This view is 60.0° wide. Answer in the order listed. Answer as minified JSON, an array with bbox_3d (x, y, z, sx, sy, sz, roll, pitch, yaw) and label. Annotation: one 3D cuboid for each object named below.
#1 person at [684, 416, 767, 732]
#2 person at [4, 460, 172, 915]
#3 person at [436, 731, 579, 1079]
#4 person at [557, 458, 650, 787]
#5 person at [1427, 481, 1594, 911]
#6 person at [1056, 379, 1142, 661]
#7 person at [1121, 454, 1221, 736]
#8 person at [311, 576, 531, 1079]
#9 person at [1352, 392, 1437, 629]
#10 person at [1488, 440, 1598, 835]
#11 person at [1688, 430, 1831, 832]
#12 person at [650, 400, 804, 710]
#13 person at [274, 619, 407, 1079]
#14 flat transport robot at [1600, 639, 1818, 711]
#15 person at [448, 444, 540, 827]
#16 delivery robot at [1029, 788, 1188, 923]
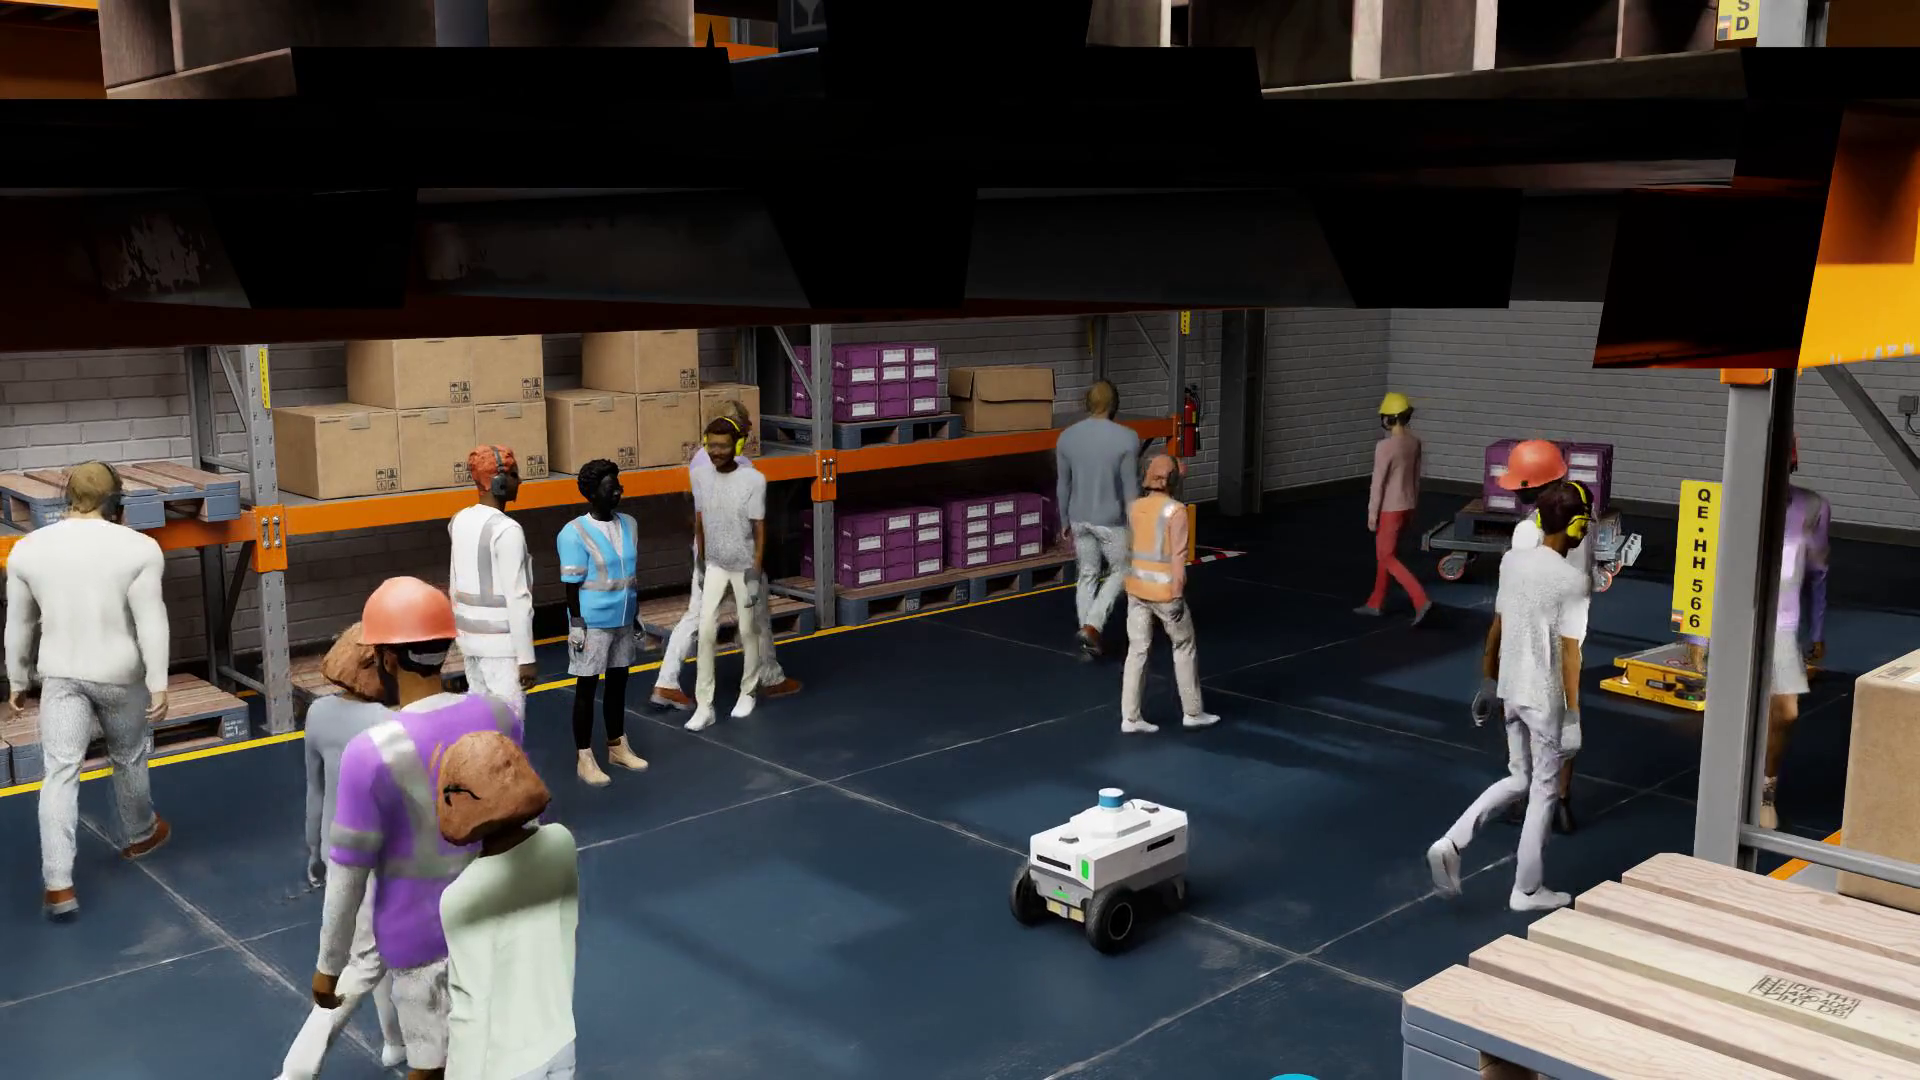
[{"bbox_3d":[-1.359,0.191,9.653,0.512,1.821,0.806,2,10,14],"label":"person"},{"bbox_3d":[-3.760,0.598,7.177,0.691,1.875,1.065,-2,10,-12],"label":"person"},{"bbox_3d":[-1.081,1.250,4.008,0.278,1.633,0.498,3,10,17],"label":"person"},{"bbox_3d":[-1.854,0.419,8.683,0.318,1.700,0.536,6,11,30],"label":"person"},{"bbox_3d":[2.292,0.669,6.828,0.600,1.842,0.533,-3,10,-19],"label":"person"},{"bbox_3d":[0.926,-0.120,11.170,0.643,1.925,0.464,7,12,34],"label":"person"},{"bbox_3d":[1.201,0.312,9.561,0.725,1.604,0.543,-6,12,-33],"label":"person"},{"bbox_3d":[-1.483,1.035,4.550,0.978,1.883,0.570,5,11,29],"label":"person"},{"bbox_3d":[3.256,-0.227,12.352,0.538,1.744,0.776,-9,13,-42],"label":"person"},{"bbox_3d":[2.772,0.470,7.894,0.578,1.906,0.367,-5,11,-27],"label":"person"},{"bbox_3d":[3.737,0.412,7.800,0.665,2.013,0.546,2,10,10],"label":"person"},{"bbox_3d":[-1.463,0.093,10.082,1.025,1.889,0.630,-9,13,-42],"label":"person"},{"bbox_3d":[-1.955,1.050,5.326,0.512,1.608,0.761,7,12,34],"label":"person"},{"bbox_3d":[4.753,0.818,10.524,1.431,0.197,0.652,-7,12,-36],"label":"flat transport robot"},{"bbox_3d":[-2.140,0.496,7.701,0.362,1.883,0.575,-9,13,-42],"label":"person"},{"bbox_3d":[0.617,1.262,6.819,0.477,0.478,0.707,9,13,44],"label":"delivery robot"}]
